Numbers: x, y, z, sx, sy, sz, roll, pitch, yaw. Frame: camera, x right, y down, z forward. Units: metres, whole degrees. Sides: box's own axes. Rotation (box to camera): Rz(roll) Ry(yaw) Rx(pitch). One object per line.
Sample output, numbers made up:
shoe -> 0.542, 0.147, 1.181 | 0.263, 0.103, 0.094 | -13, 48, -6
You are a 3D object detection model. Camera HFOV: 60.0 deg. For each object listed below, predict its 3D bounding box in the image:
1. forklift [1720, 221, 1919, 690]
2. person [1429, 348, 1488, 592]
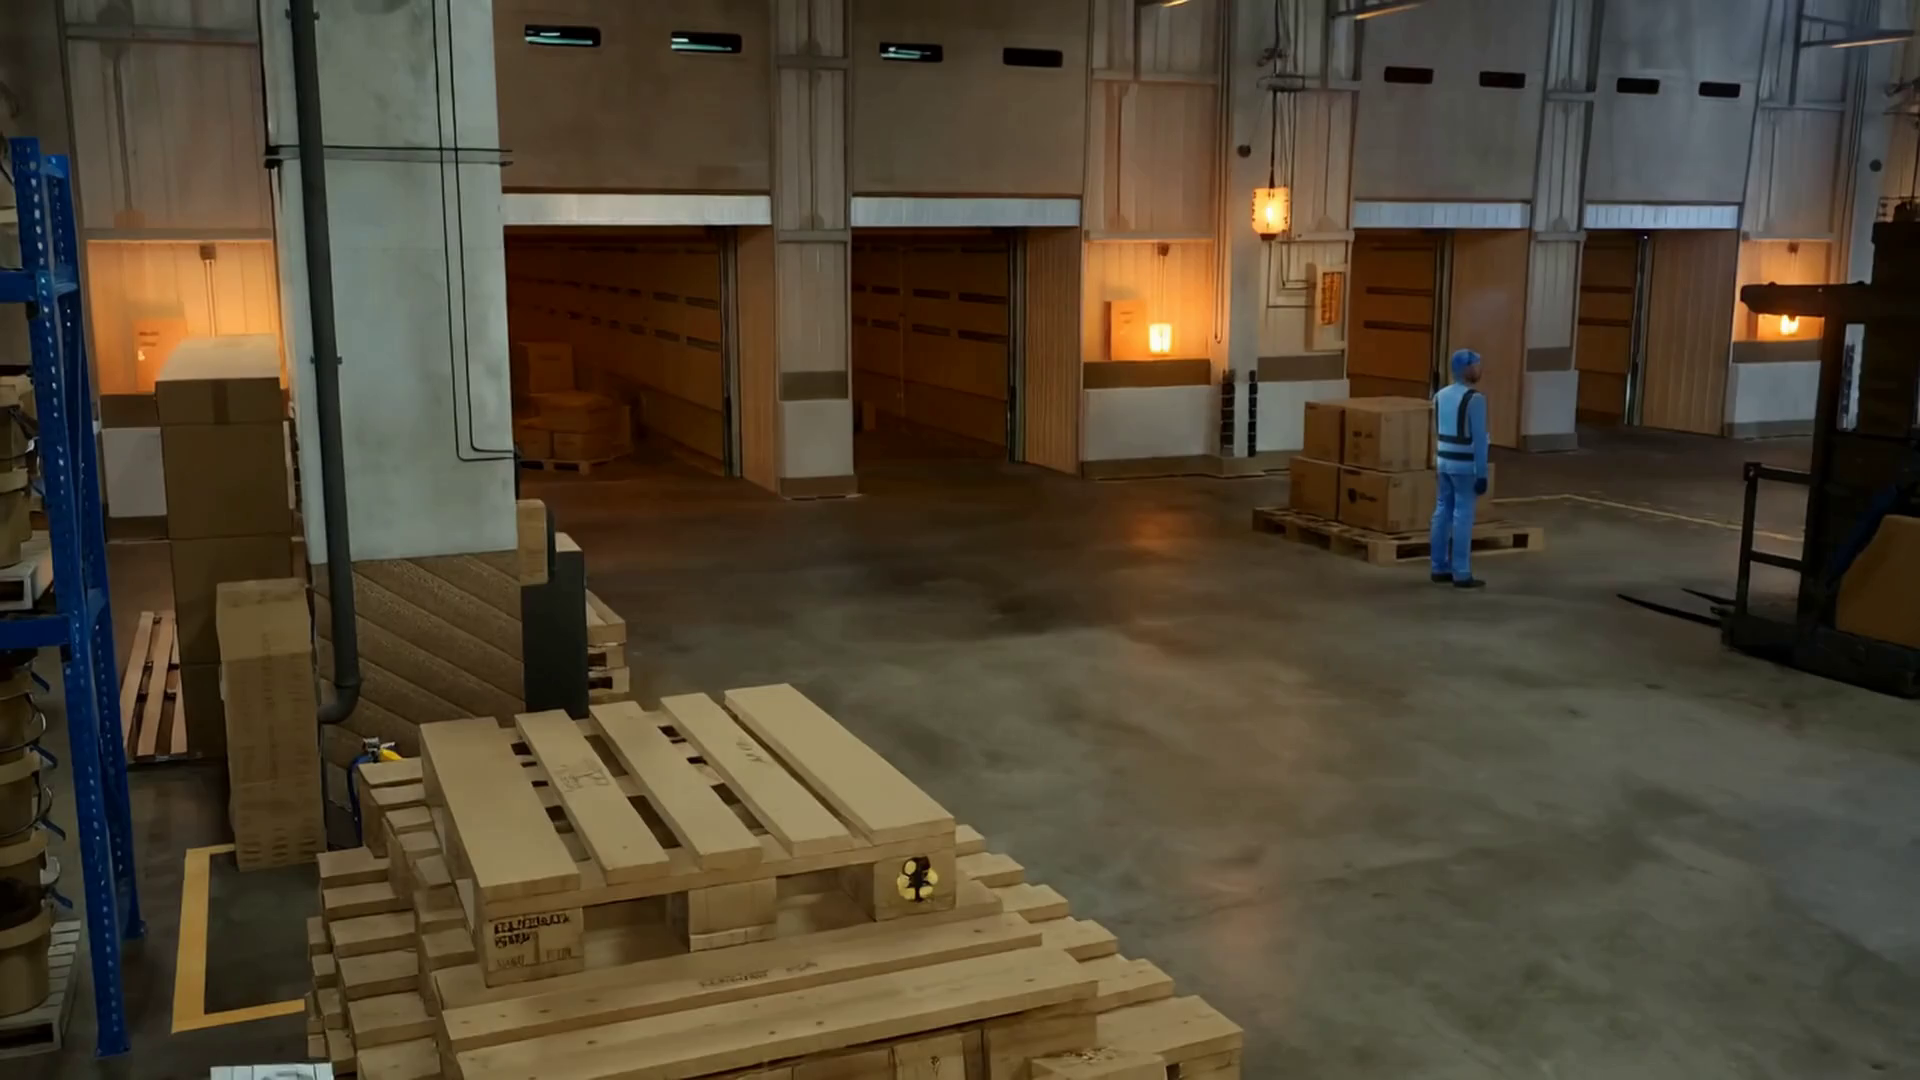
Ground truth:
forklift -> 5.949, -0.550, 10.218 | 1.129, 2.768, 1.873 | -4, 11, -23
person -> 3.884, -0.543, 12.926 | 0.360, 1.884, 0.574 | -4, 11, -21
